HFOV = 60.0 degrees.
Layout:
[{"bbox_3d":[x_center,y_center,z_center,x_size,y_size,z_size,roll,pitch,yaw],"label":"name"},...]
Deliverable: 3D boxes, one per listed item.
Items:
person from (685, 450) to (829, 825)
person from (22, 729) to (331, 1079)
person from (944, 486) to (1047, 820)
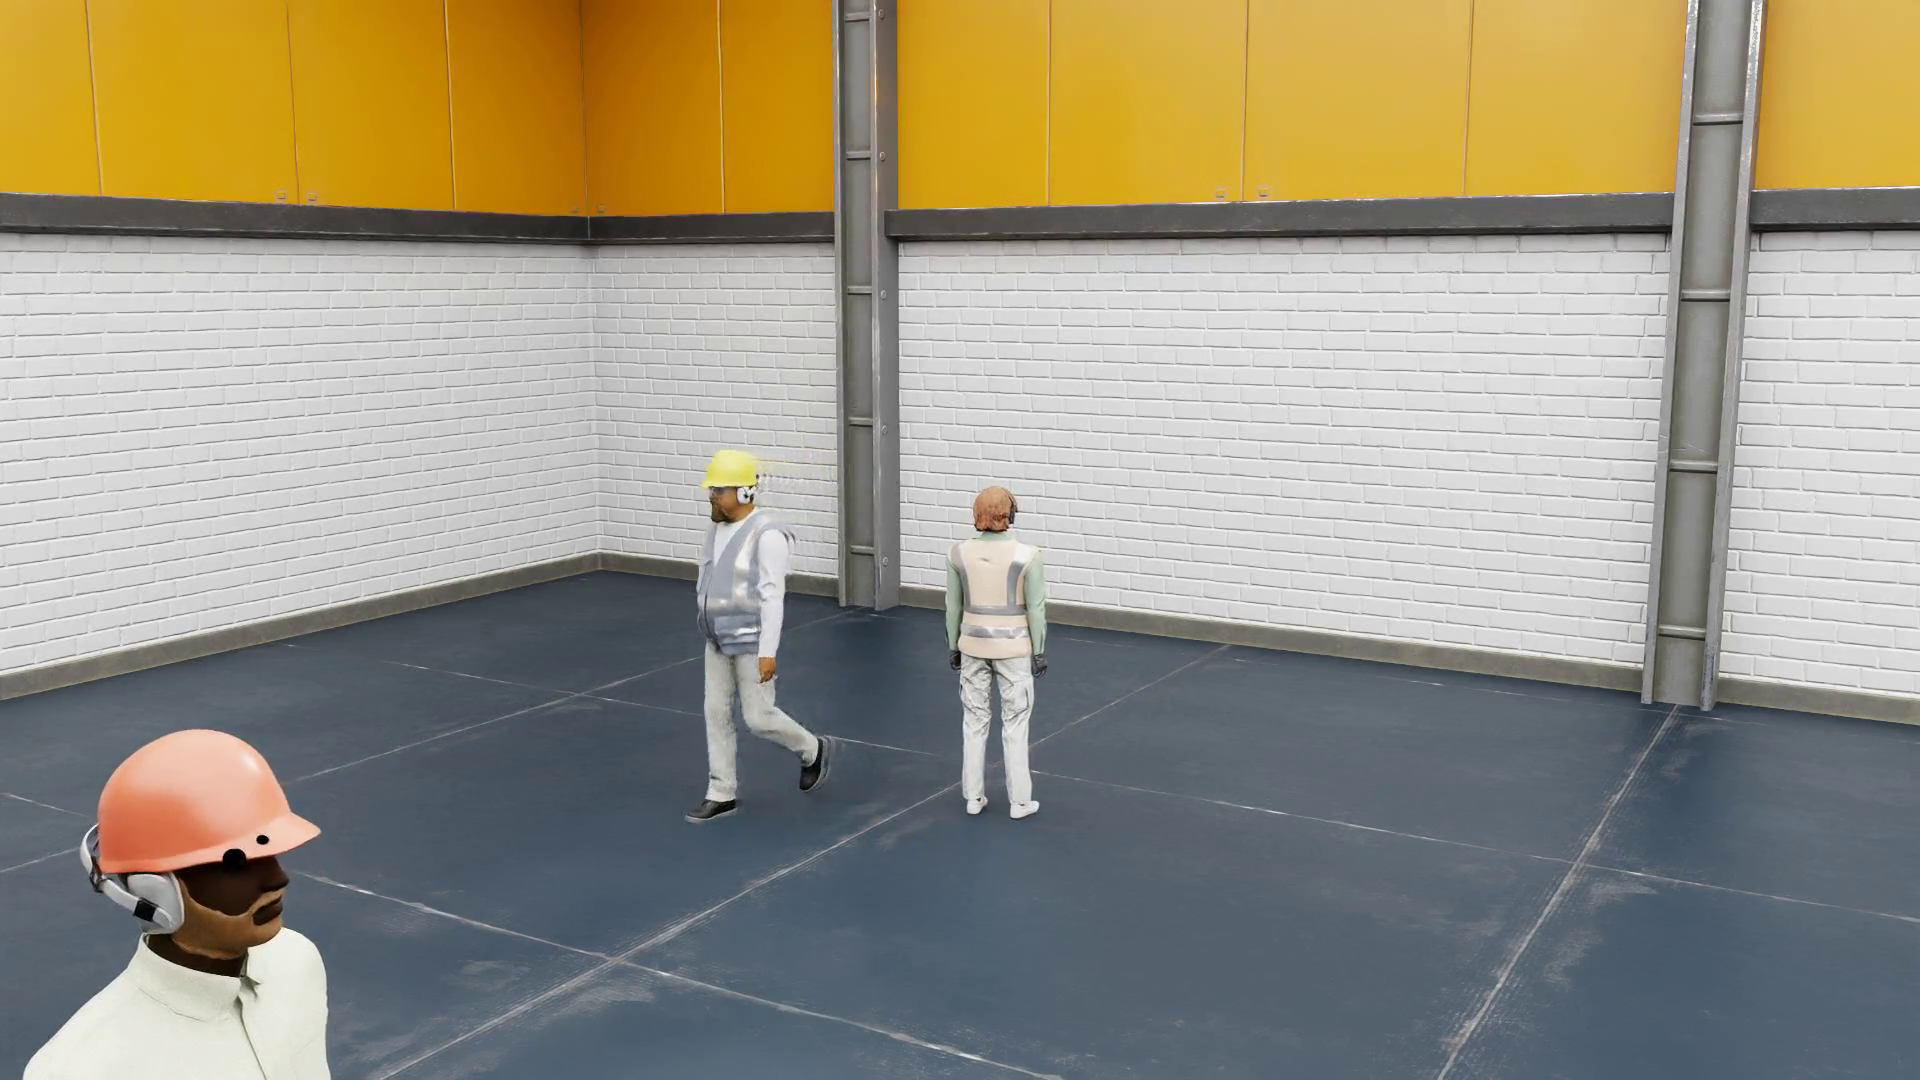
[{"bbox_3d":[-0.997,0.454,8.084,0.700,1.816,0.588,-9,13,-43],"label":"person"},{"bbox_3d":[-1.093,1.259,2.496,0.375,1.997,0.611,1,9,9],"label":"person"},{"bbox_3d":[0.169,0.549,8.069,0.517,1.631,0.328,4,10,23],"label":"person"}]
